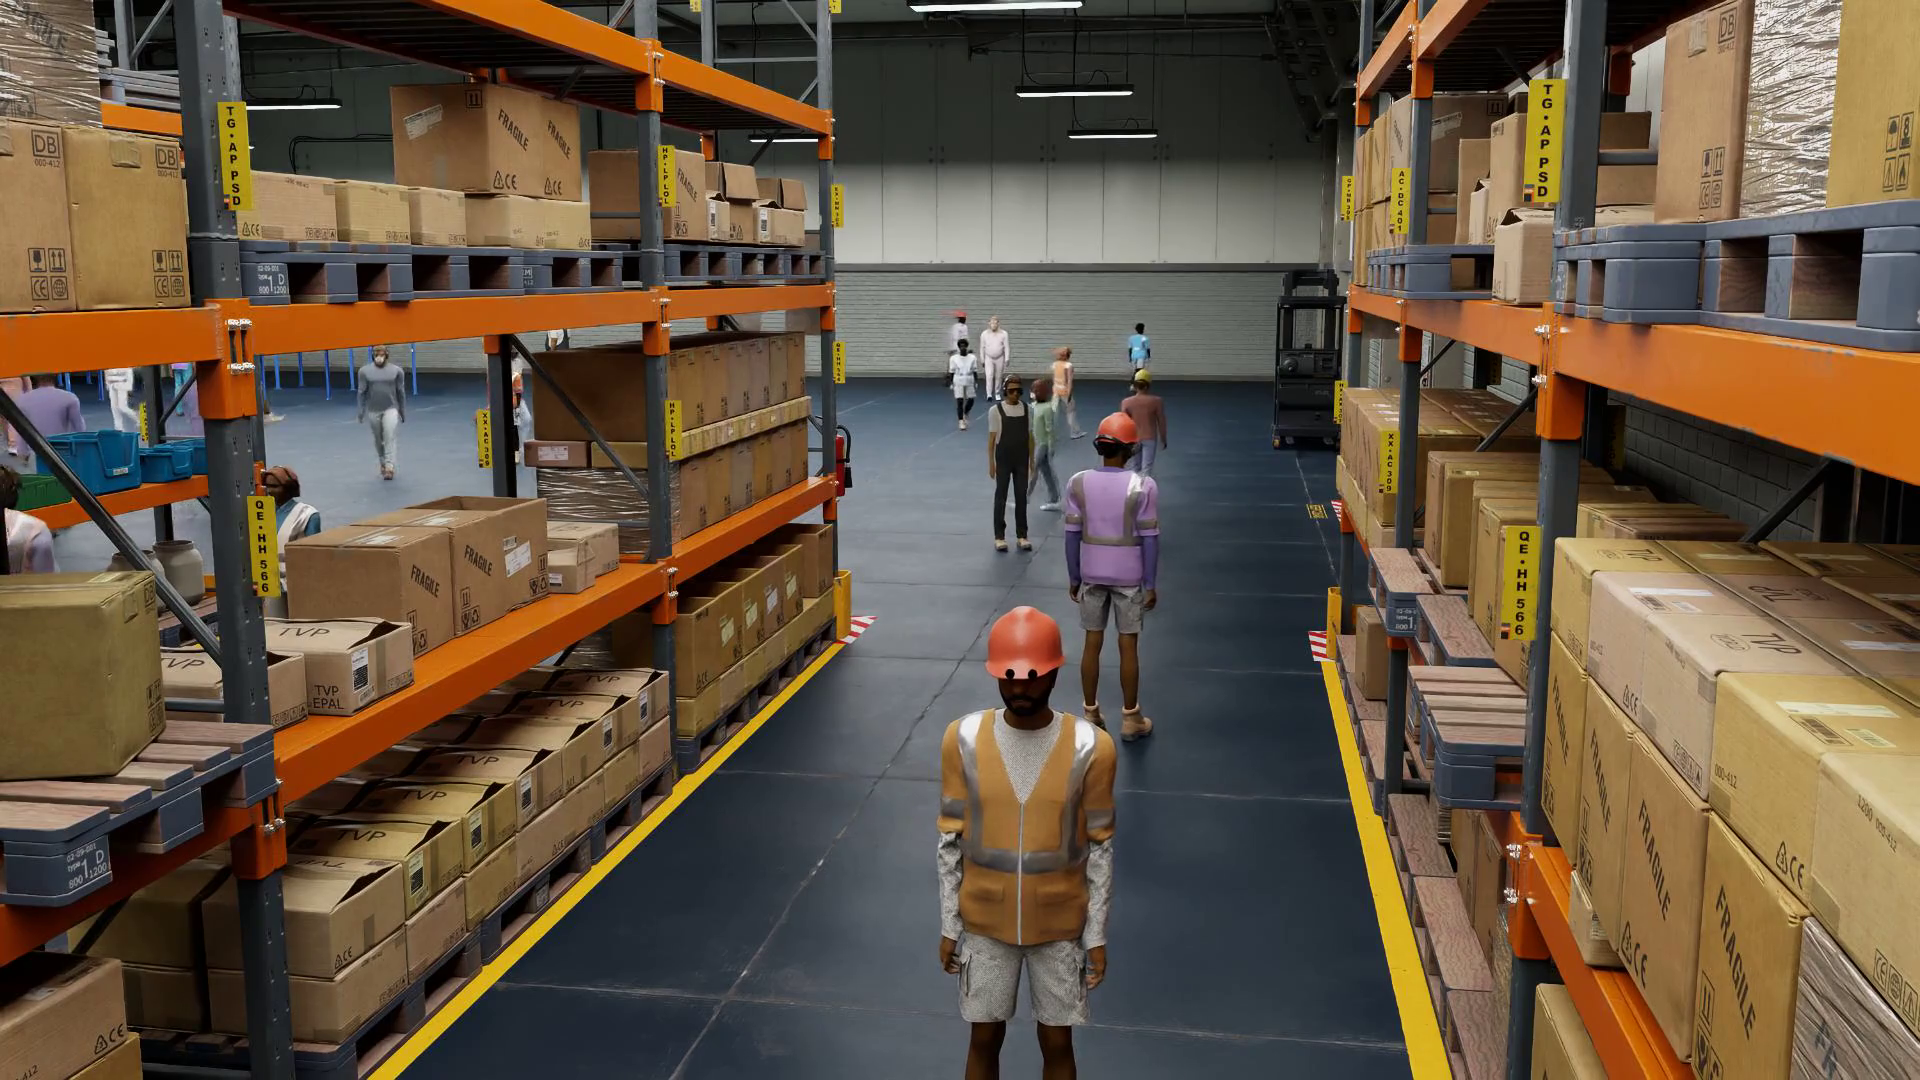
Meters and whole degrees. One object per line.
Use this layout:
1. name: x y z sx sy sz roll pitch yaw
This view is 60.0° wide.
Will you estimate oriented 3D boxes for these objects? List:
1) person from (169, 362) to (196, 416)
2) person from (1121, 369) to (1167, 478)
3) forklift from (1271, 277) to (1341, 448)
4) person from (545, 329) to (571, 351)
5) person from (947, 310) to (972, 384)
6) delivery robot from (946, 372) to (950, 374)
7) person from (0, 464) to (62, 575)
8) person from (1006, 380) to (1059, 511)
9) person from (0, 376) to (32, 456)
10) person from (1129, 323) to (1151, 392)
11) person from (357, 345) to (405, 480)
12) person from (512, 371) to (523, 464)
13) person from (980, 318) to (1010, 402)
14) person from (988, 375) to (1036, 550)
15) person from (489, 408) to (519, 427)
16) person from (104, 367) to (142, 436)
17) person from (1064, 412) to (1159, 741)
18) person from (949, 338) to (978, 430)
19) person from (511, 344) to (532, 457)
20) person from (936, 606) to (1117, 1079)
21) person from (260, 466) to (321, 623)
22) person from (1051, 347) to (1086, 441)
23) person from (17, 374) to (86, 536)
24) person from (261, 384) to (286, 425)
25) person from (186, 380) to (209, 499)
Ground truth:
1. person: -15.654 -3.414 33.495 0.570 1.836 0.383 1 9 8
2. person: 2.220 -1.213 20.270 0.535 1.725 0.901 3 10 17
3. forklift: 5.847 -3.016 27.970 1.129 2.768 1.873 1 9 9
4. person: -9.558 -4.454 39.417 0.538 2.000 0.683 3 10 18
5. person: -0.048 -4.953 42.817 0.909 1.907 0.545 -6 11 -31
6. delivery robot: -0.064 -4.339 42.191 0.335 0.223 0.698 8 12 42
7. person: -5.459 0.472 9.578 0.652 1.823 0.520 0 9 0
8. person: 0.883 -1.137 20.203 0.818 1.600 0.504 -3 10 -21
9. person: -15.128 -2.275 26.436 0.651 1.859 1.015 -3 10 -19
10. person: 4.329 -4.409 40.210 0.536 1.654 0.889 7 12 37
11. person: -8.221 -1.853 23.687 0.642 1.910 0.952 -2 9 -14
12. person: -6.893 -2.001 25.219 0.535 1.697 0.318 2 9 10
13. person: 0.779 -4.031 37.250 0.663 1.857 1.011 0 9 1
14. person: 0.543 -0.818 17.491 0.504 1.841 0.333 -3 10 -18
15. person: -8.536 -2.946 30.871 0.538 1.748 0.565 7 11 36
16. person: -14.455 -2.646 28.670 0.587 1.872 0.543 5 10 26
17. person: 0.959 0.222 10.438 0.609 2.044 0.396 4 10 26
18. person: 0.059 -2.879 30.671 0.544 1.680 0.404 -2 9 -12
19. person: -6.956 -2.224 26.118 0.580 1.848 0.550 5 10 28
20. person: 0.194 1.150 5.041 0.542 1.938 0.357 1 9 7
21. person: -4.478 0.317 11.100 0.523 1.638 0.310 2 9 12
22. person: 1.832 -2.519 28.683 0.527 1.598 0.826 9 13 44
23. person: -10.119 -1.009 18.520 0.633 1.900 1.000 -1 9 -4
24. person: -13.282 -3.149 31.370 0.992 1.992 0.629 -7 12 -37
25. person: -9.040 -1.276 20.161 0.645 1.892 0.465 3 10 15
